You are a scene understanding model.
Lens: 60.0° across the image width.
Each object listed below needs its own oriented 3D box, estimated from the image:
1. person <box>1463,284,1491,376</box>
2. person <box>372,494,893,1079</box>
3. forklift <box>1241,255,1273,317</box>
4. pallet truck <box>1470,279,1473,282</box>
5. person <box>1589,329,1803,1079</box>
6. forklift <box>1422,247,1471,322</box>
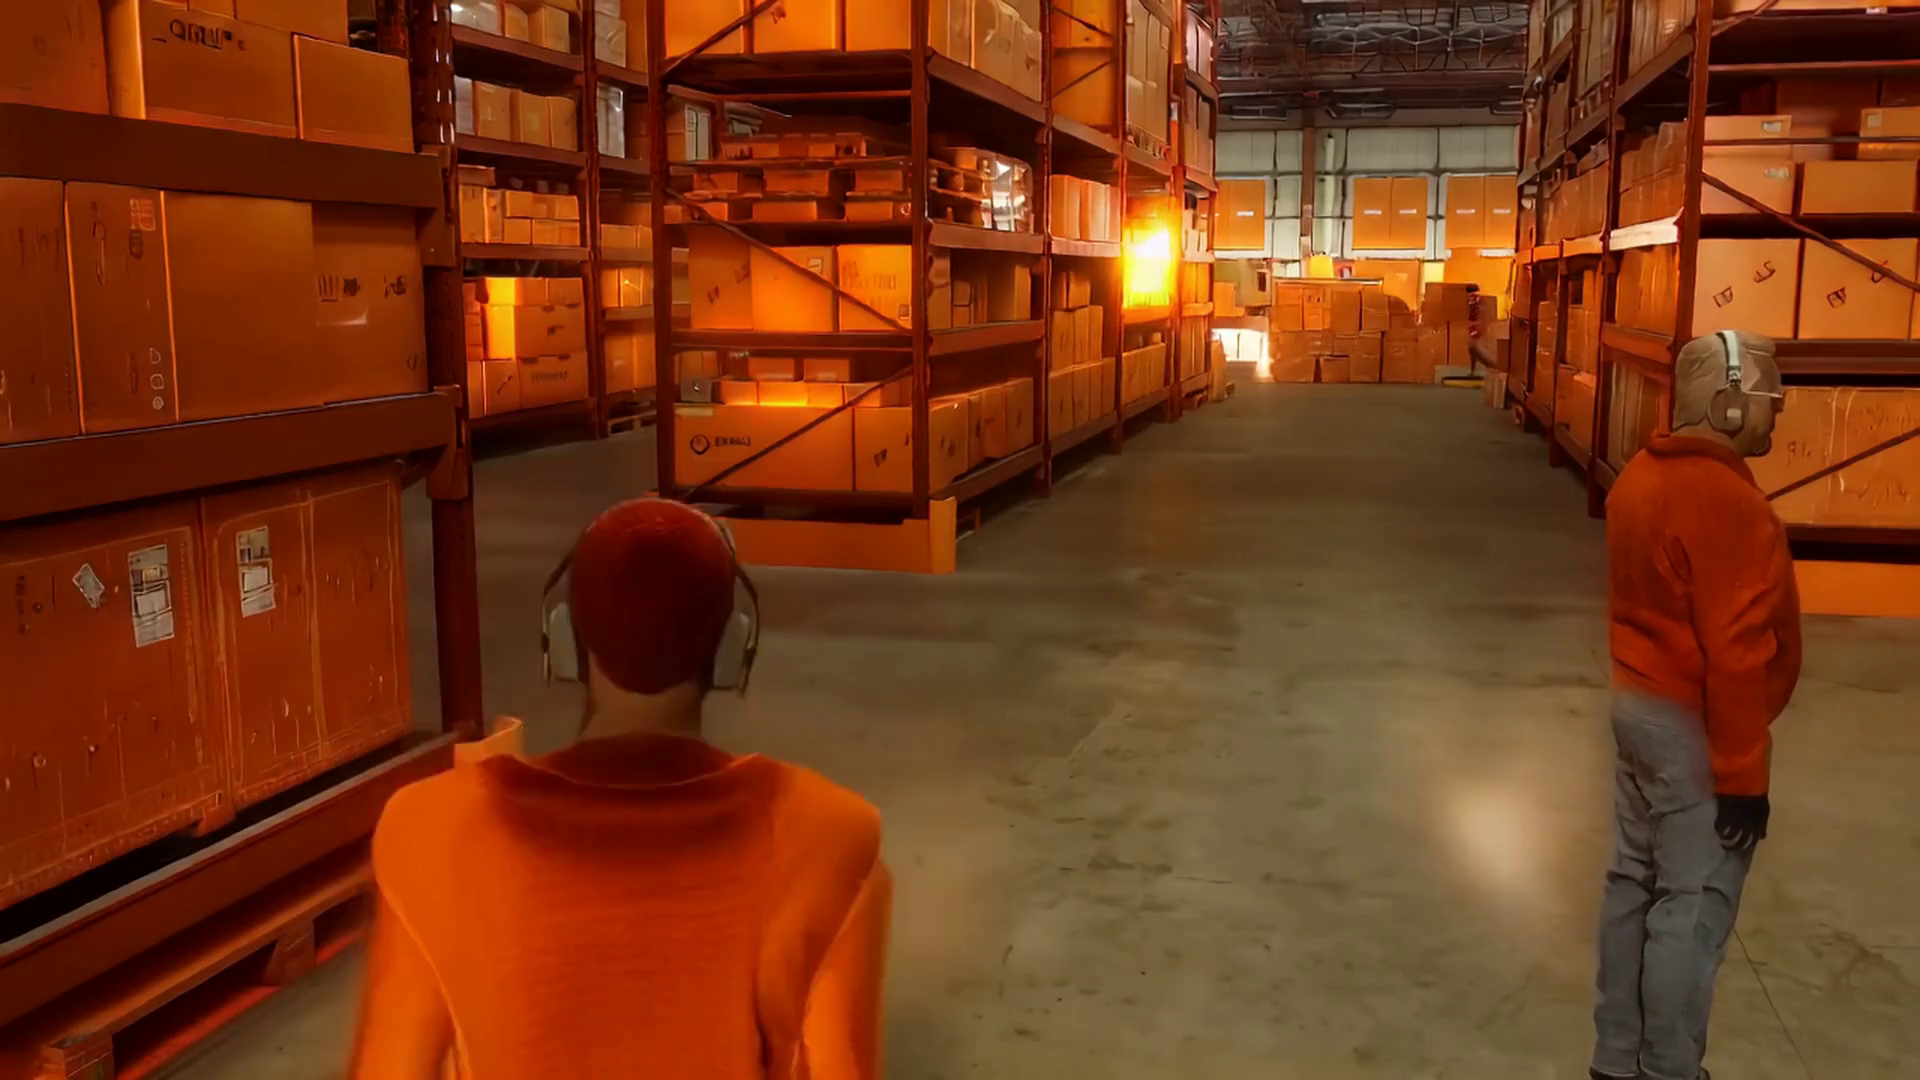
[{"bbox_3d":[10.604,-4.281,34.055,0.599,1.920,0.549,-2,9,-13],"label":"person"},{"bbox_3d":[-0.346,0.853,1.838,0.568,1.791,1.002,-2,9,-14],"label":"person"},{"bbox_3d":[10.553,-8.661,58.801,1.129,2.768,1.873,2,9,15],"label":"forklift"},{"bbox_3d":[18.896,-8.459,60.307,1.885,1.965,0.823,5,10,31],"label":"pallet truck"},{"bbox_3d":[1.733,0.467,3.889,0.408,1.906,0.654,0,9,1],"label":"person"},{"bbox_3d":[12.944,-6.205,43.194,1.873,2.768,1.129,1,9,7],"label":"forklift"}]
